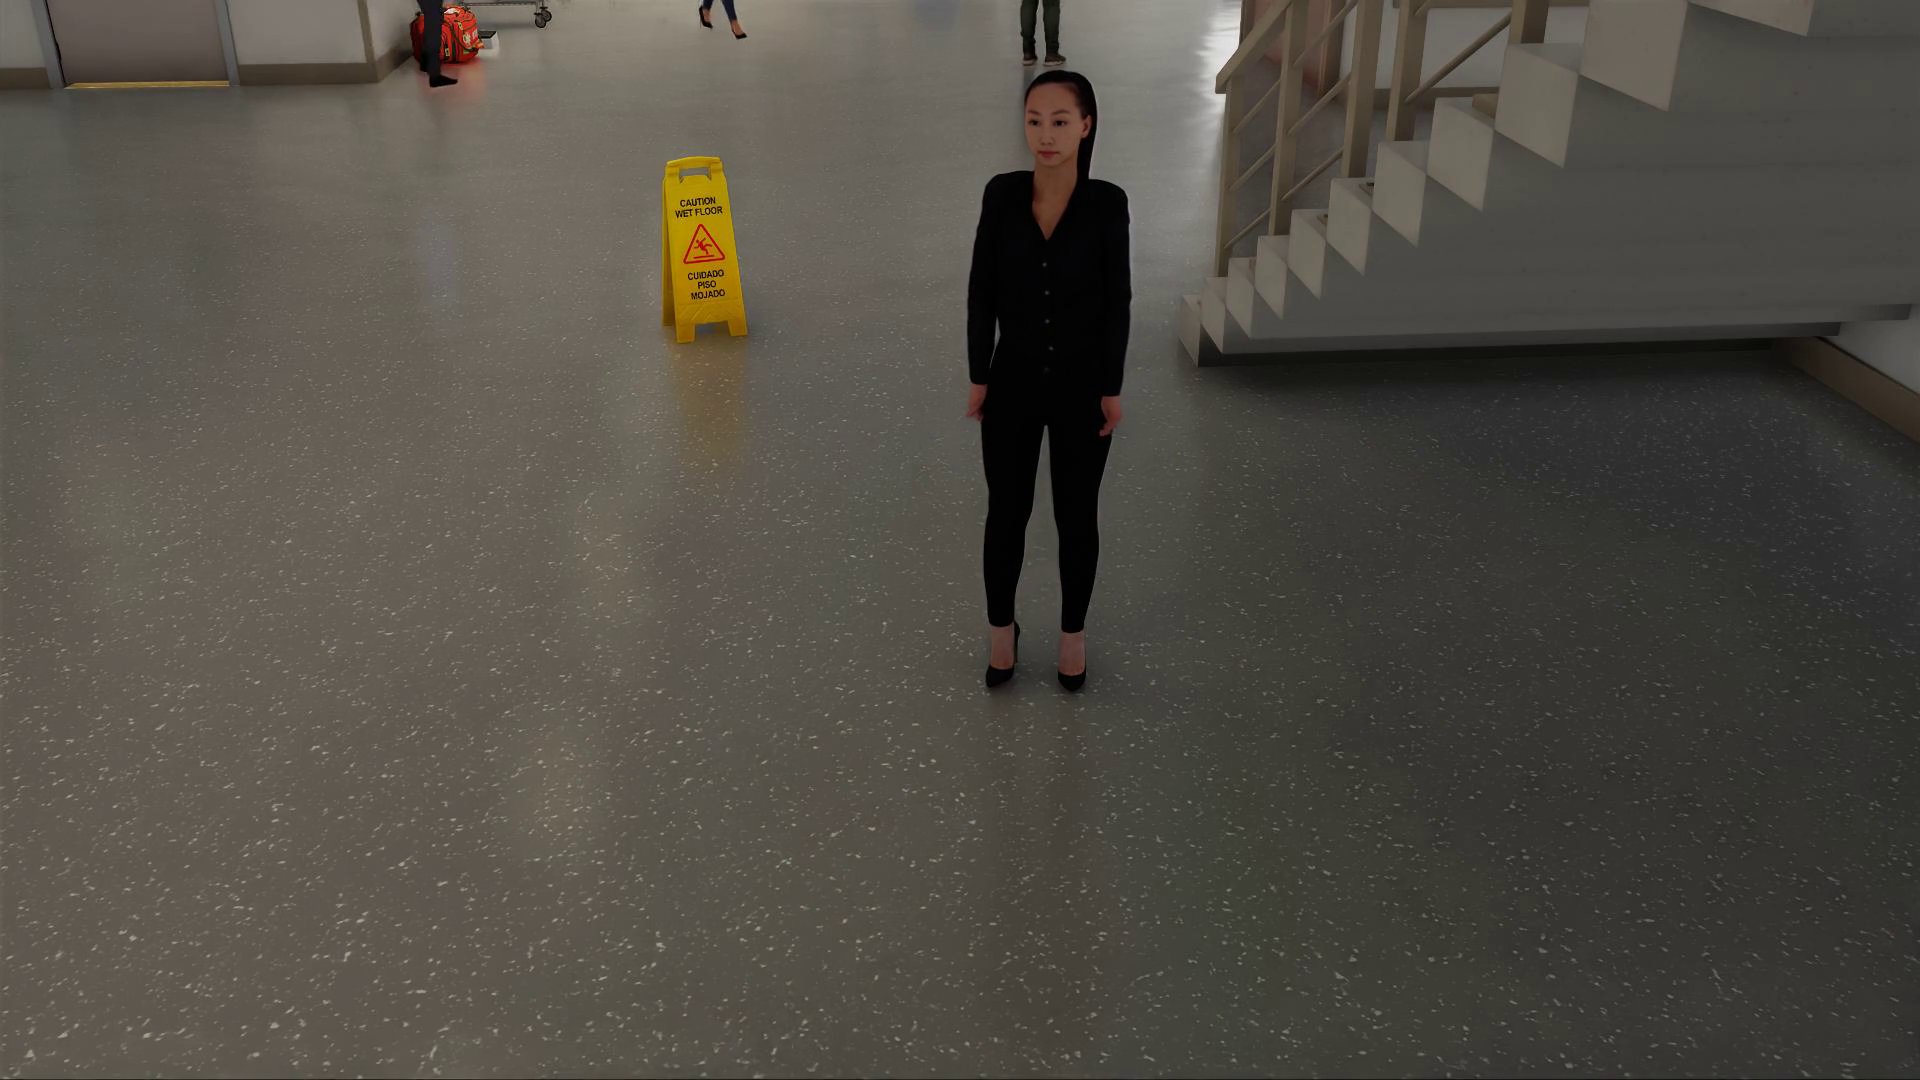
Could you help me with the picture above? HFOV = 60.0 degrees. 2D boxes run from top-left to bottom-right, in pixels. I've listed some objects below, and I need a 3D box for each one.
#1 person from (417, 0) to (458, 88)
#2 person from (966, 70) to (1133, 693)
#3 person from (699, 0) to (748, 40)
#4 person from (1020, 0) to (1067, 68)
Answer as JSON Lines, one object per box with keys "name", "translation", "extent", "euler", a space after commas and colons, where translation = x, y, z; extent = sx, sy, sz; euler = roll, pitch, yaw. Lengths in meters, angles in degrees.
{"name": "person", "translation": [-4.091, -4.303, 12.496], "extent": [0.727, 1.762, 0.757], "euler": [17, 31, 32]}
{"name": "person", "translation": [0.229, -0.368, 4.414], "extent": [0.616, 1.694, 0.565], "euler": [4, 26, 8]}
{"name": "person", "translation": [-2.156, -5.304, 14.596], "extent": [1.006, 1.739, 1.197], "euler": [-19, 32, -34]}
{"name": "person", "translation": [0.656, -4.699, 13.441], "extent": [0.650, 1.654, 0.670], "euler": [10, 28, 20]}
